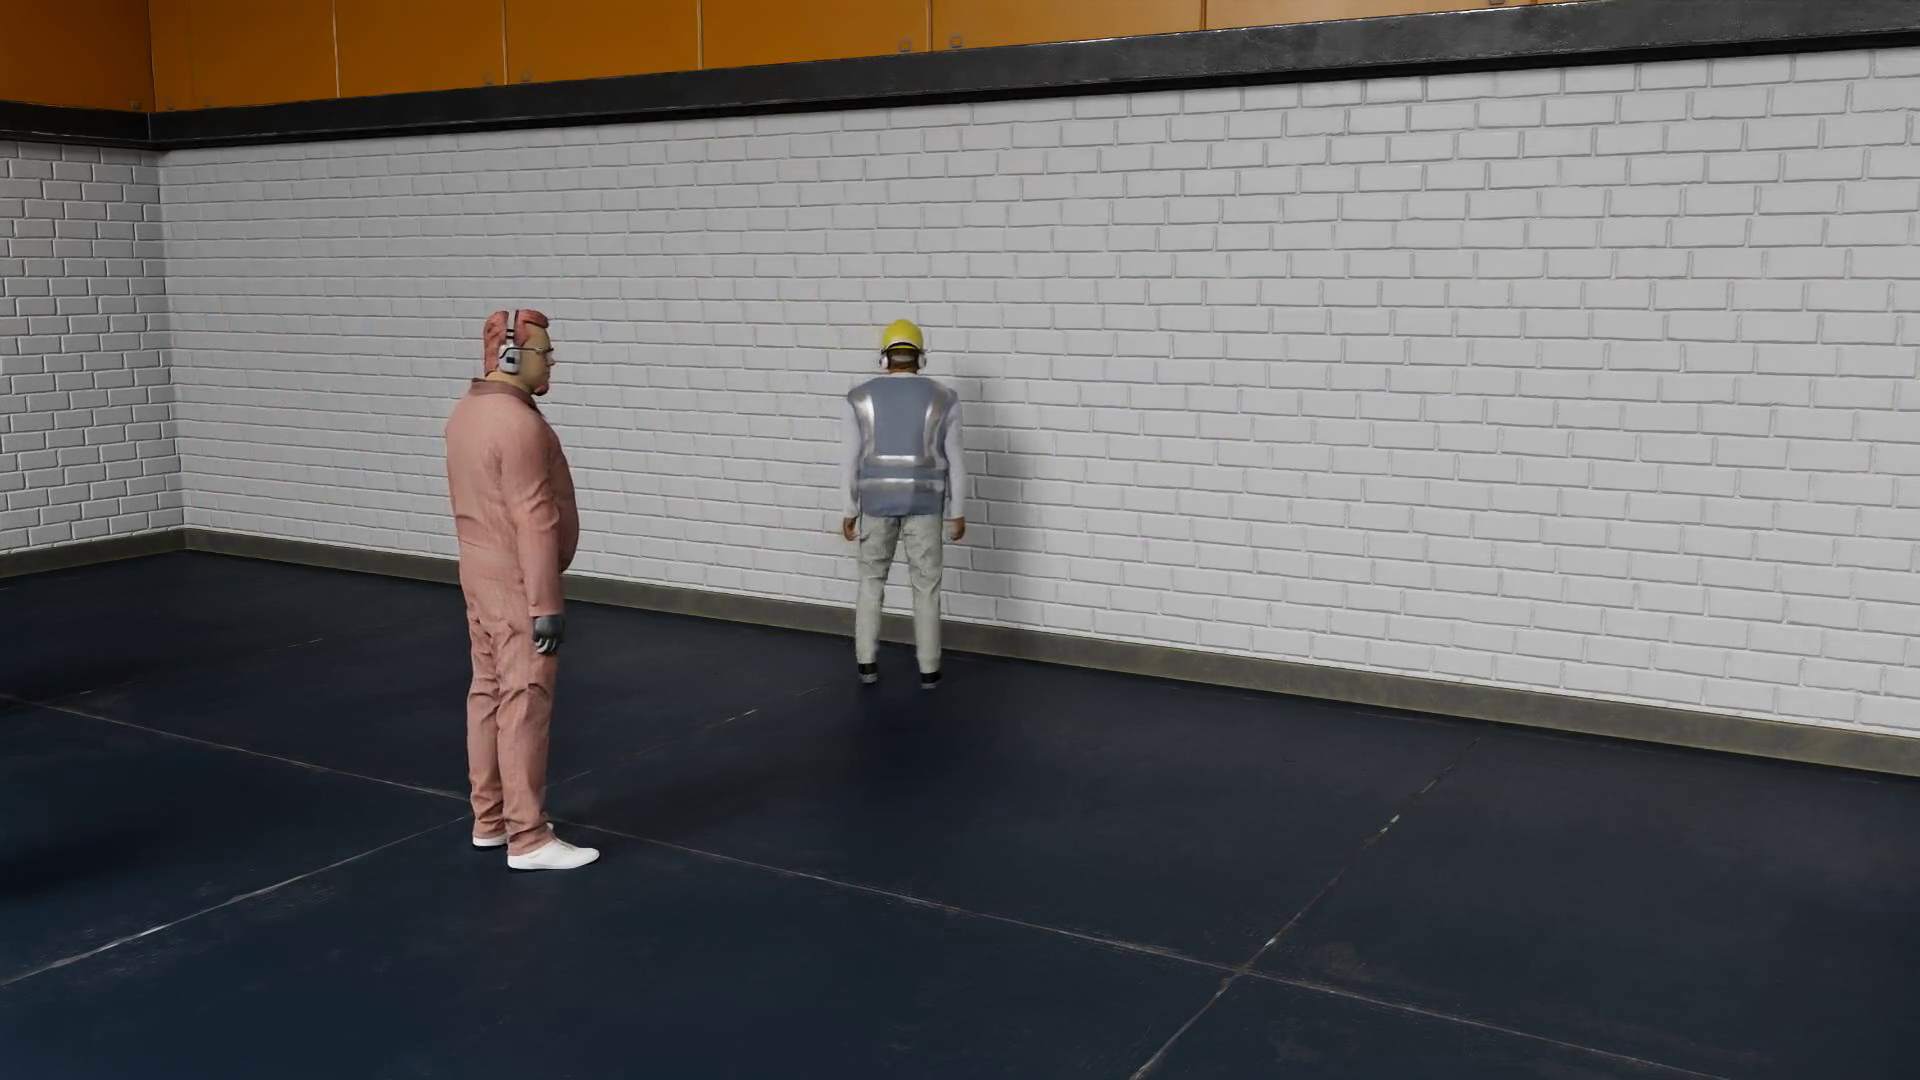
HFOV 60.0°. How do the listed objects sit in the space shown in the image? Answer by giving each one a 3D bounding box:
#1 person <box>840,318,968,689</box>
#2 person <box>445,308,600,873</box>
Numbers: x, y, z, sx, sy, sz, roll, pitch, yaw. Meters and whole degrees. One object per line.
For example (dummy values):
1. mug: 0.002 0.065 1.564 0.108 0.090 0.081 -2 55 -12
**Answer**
1. person: -0.266 -0.180 8.190 0.622 1.807 0.455 1 9 4
2. person: -1.496 0.169 5.694 0.400 1.905 0.644 -6 11 -35
